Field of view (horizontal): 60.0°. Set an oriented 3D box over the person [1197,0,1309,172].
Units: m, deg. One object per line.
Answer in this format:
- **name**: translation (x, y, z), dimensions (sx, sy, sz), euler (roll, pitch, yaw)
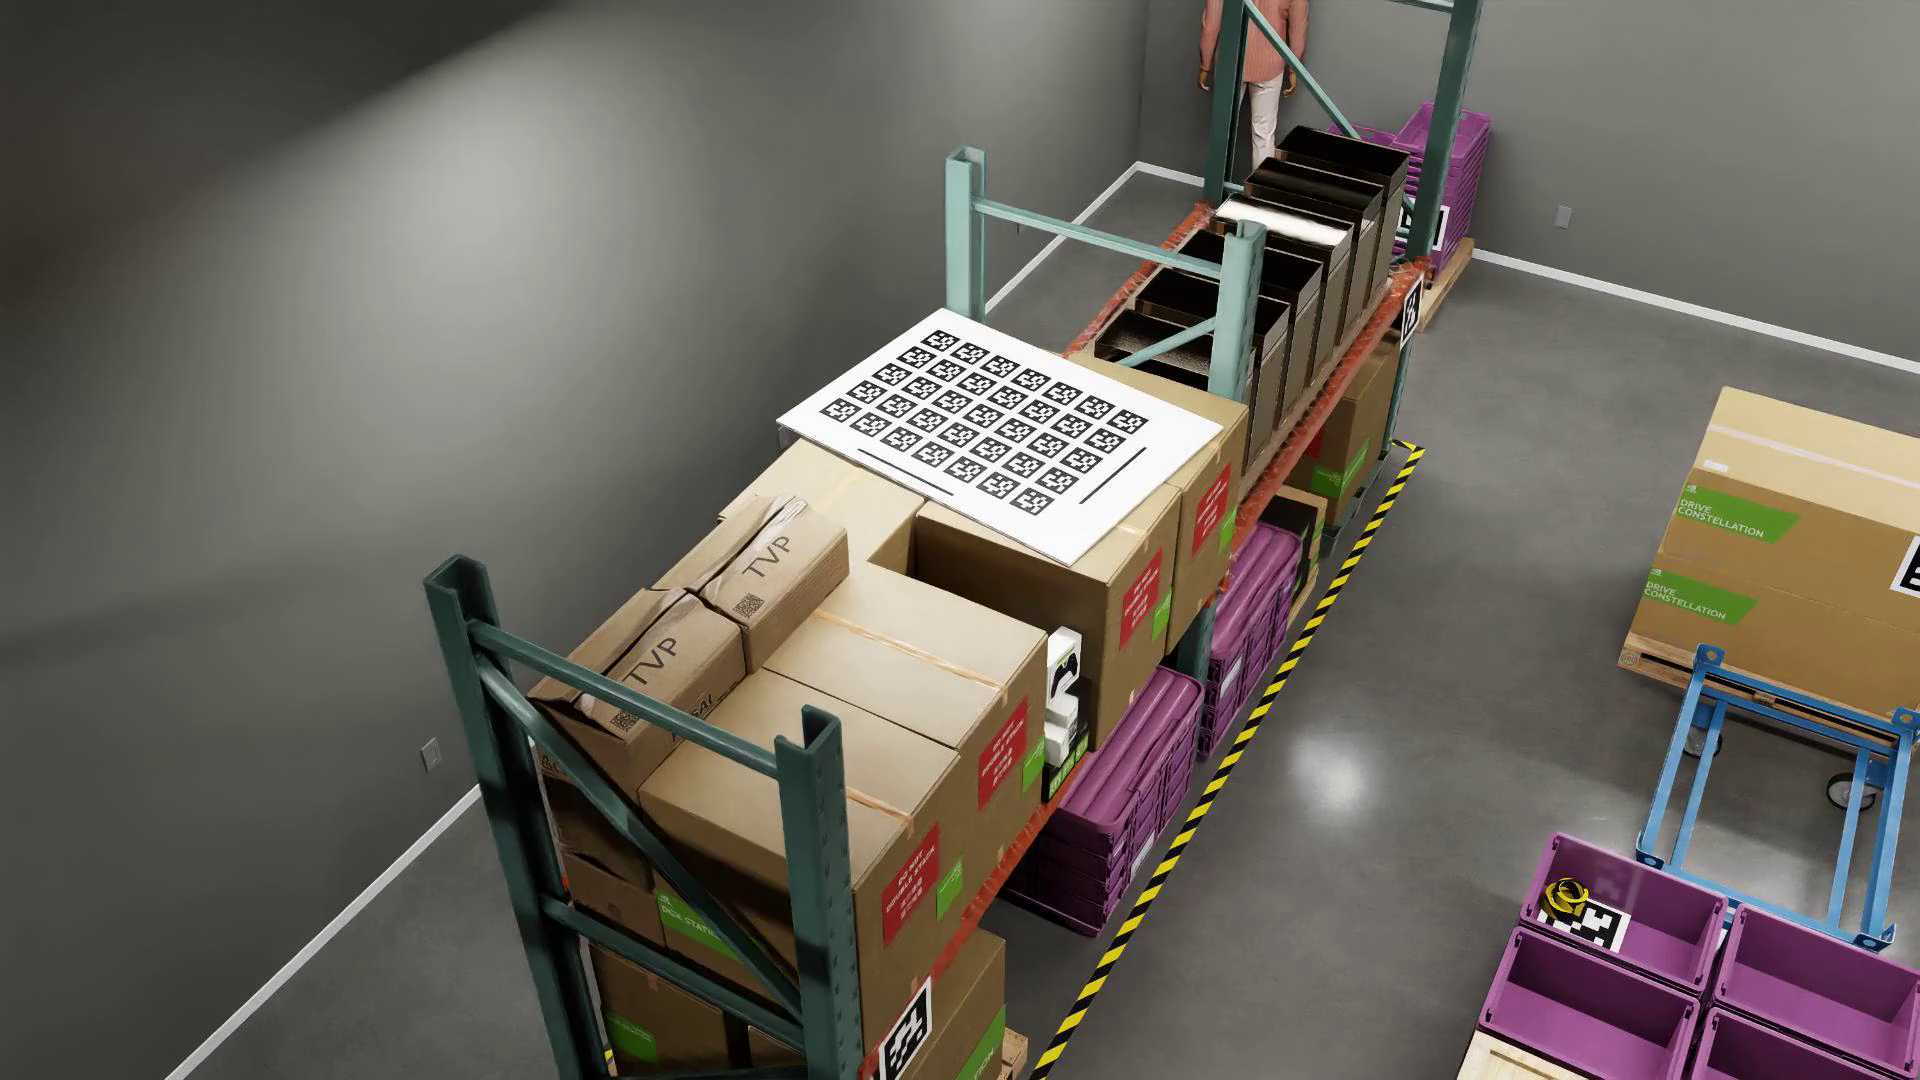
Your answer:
- **person**: translation (1.733, -2.851, 9.952), dimensions (0.622, 1.992, 0.397), euler (4, 40, 5)
